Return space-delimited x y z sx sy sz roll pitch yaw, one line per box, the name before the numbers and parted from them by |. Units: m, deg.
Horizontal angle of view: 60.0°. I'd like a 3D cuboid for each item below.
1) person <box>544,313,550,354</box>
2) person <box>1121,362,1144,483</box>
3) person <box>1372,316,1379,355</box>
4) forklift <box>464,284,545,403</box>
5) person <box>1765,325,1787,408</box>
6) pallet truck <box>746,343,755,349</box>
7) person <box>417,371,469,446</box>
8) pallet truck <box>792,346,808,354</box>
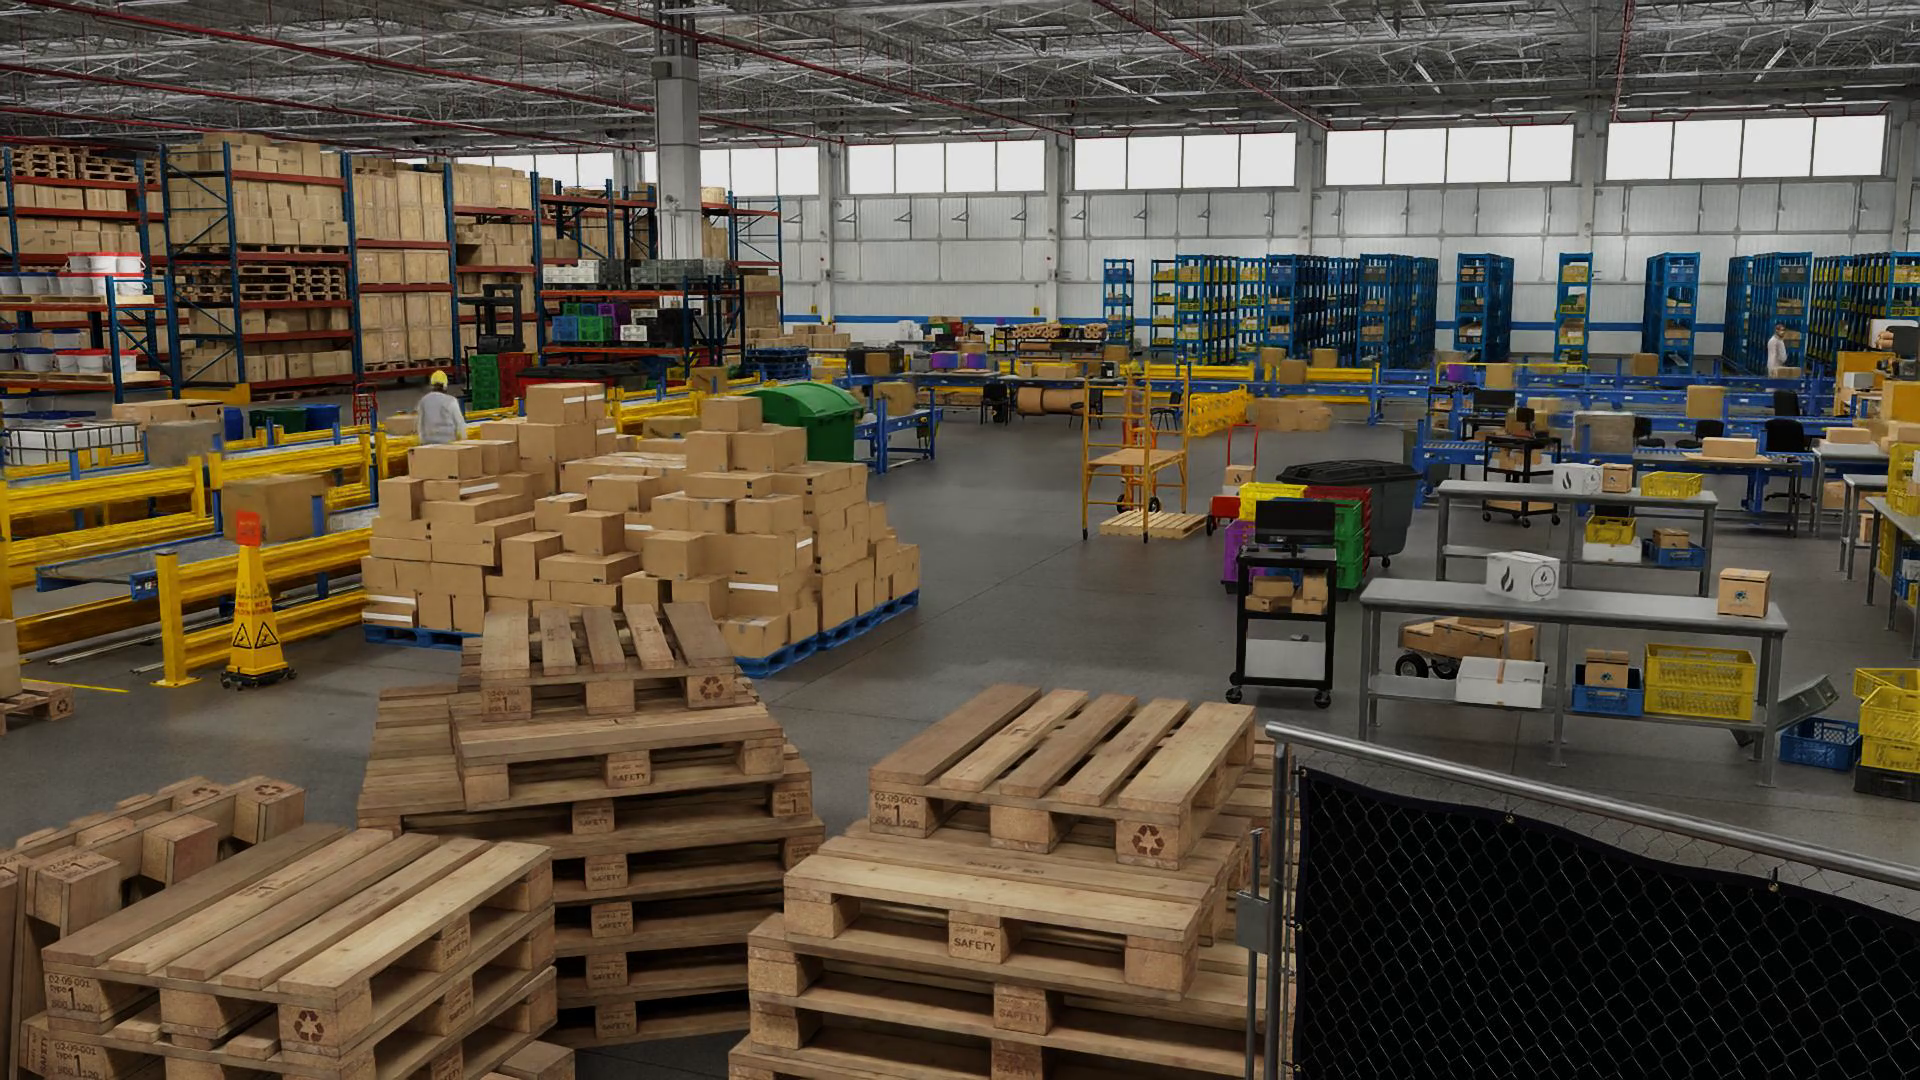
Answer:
person | -14.872 -7.281 59.439 0.508 1.705 0.829 3 9 18
person | 2.529 -1.713 24.332 0.314 1.769 0.523 3 10 20
person | 13.131 -6.337 52.653 0.380 1.995 0.611 3 10 19
forklift | -10.832 -4.702 39.610 1.129 2.768 1.873 3 10 20
person | 18.741 -3.983 38.158 0.401 1.904 0.651 6 11 34
pallet truck | -6.183 -4.618 44.264 1.601 1.201 0.680 -9 12 -43
person | -6.784 -1.325 21.876 0.603 1.779 0.952 3 10 20
pallet truck | -3.705 -4.298 42.022 0.653 1.274 1.630 3 10 20
